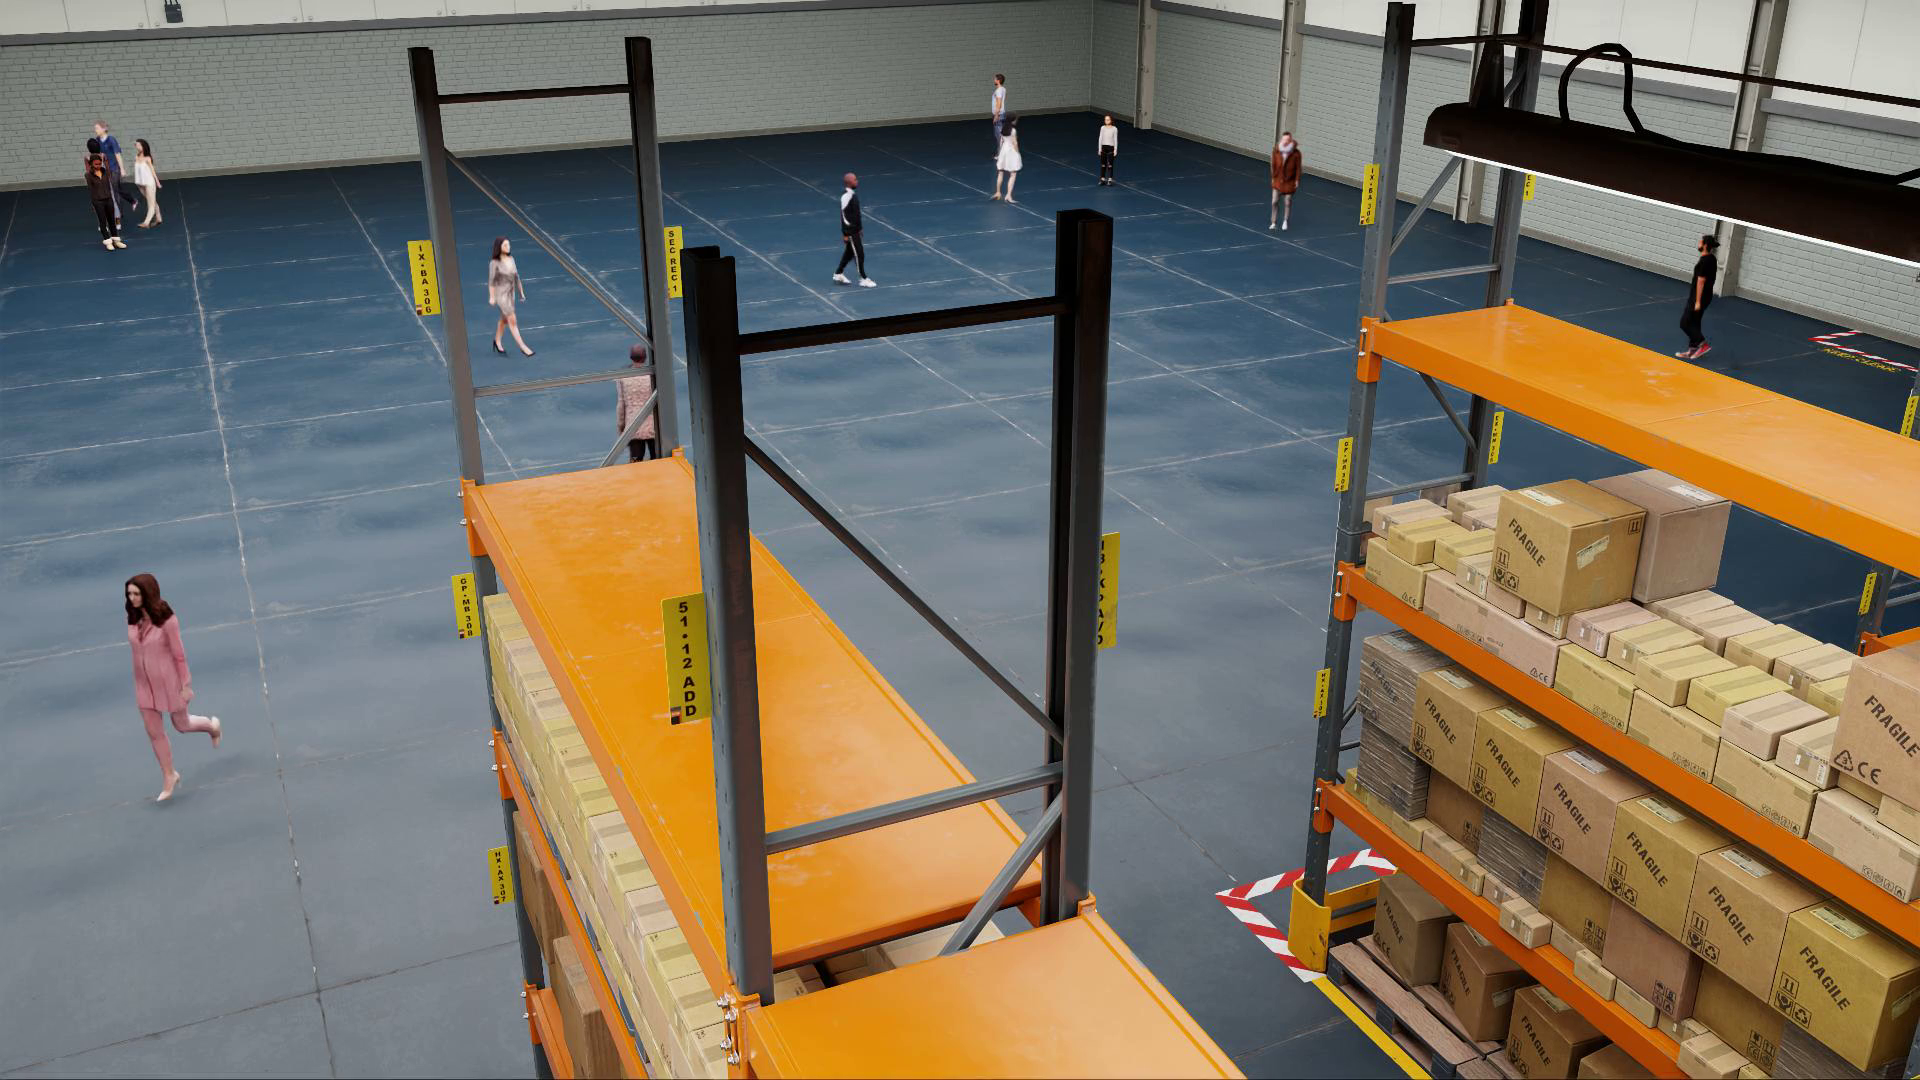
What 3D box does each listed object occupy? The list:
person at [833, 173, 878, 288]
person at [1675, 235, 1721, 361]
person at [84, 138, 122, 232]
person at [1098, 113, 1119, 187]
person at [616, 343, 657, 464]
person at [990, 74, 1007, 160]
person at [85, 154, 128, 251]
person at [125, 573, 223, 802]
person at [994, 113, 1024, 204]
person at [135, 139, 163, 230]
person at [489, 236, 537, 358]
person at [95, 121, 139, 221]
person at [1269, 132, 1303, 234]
[{"bbox_3d":[-1.830,-5.016,26.895,1.078,1.805,1.074,4,23,10],"label":"person"},{"bbox_3d":[10.310,-3.321,22.984,0.858,1.746,0.808,14,27,29],"label":"person"},{"bbox_3d":[-15.824,-6.549,30.640,0.641,1.696,0.625,-20,30,-39],"label":"person"},{"bbox_3d":[3.081,-8.137,34.646,0.614,1.484,0.669,7,24,17],"label":"person"},{"bbox_3d":[-3.431,-1.194,17.945,0.957,1.777,1.122,0,23,-1],"label":"person"},{"bbox_3d":[0.892,-9.545,37.468,0.776,1.865,0.697,6,24,14],"label":"person"},{"bbox_3d":[-15.124,-5.973,29.331,0.740,1.660,0.686,20,30,39],"label":"person"},{"bbox_3d":[-5.999,1.060,12.637,0.994,1.782,1.111,5,24,12],"label":"person"},{"bbox_3d":[0.930,-7.565,32.958,0.711,1.752,0.996,18,29,35],"label":"person"},{"bbox_3d":[-15.108,-6.506,30.637,0.962,1.619,1.027,3,23,7],"label":"person"},{"bbox_3d":[-6.381,-3.362,23.148,1.171,1.694,1.035,12,26,26],"label":"person"},{"bbox_3d":[-16.002,-7.021,31.567,1.080,1.840,1.116,8,24,18],"label":"person"},{"bbox_3d":[5.974,-6.551,30.520,1.127,1.794,1.198,7,24,16],"label":"person"}]
